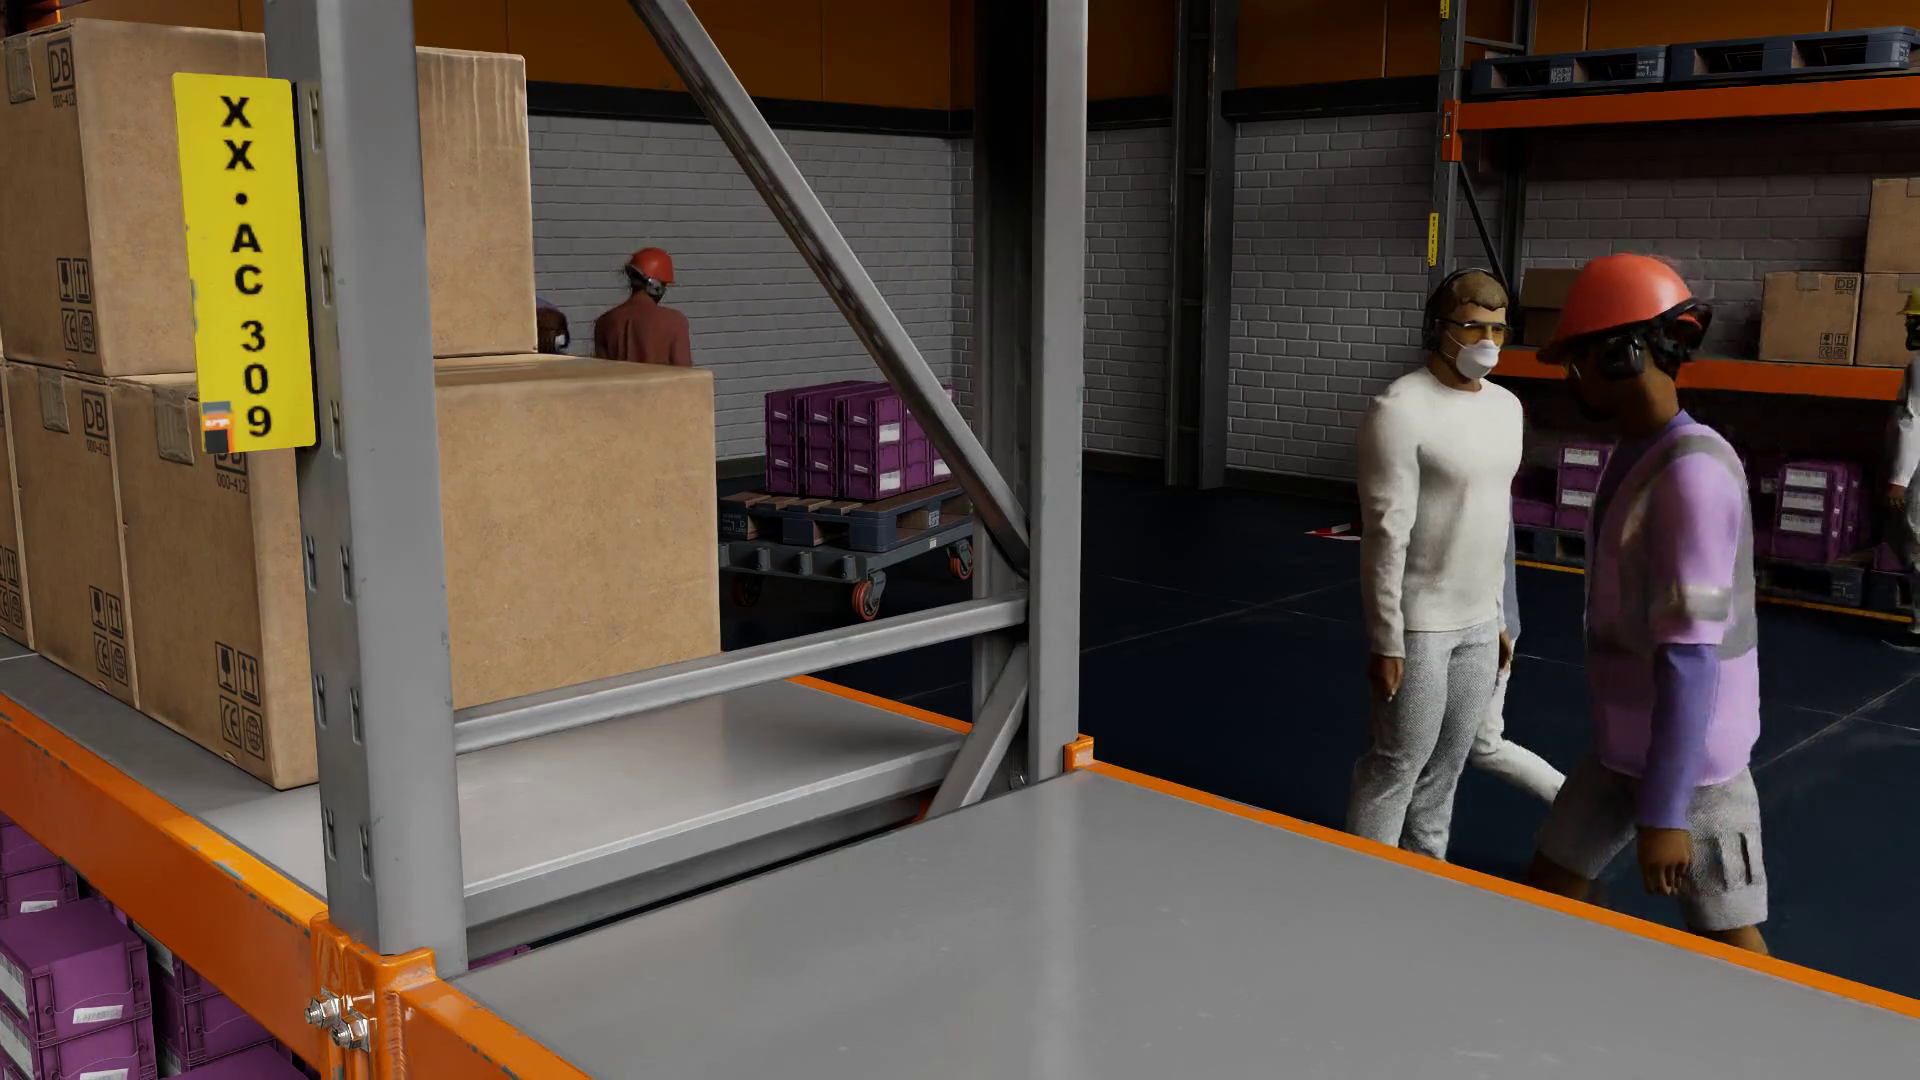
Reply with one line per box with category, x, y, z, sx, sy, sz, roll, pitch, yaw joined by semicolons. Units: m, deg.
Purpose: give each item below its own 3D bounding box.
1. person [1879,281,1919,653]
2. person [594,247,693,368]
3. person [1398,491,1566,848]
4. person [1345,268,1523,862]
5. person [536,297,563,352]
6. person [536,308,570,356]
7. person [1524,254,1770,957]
person;4.681;-0.345;8.059;0.424;1.815;0.592;9;14;41
person;-1.854;-0.696;9.568;0.629;1.962;0.808;3;11;18
person;1.662;0.299;5.127;0.714;1.596;0.557;2;11;9
person;1.305;0.239;4.530;0.629;1.937;0.378;-9;14;-39
person;-2.907;-0.918;10.907;0.642;1.913;0.409;-3;11;-14
person;-2.433;-0.594;10.013;0.824;1.587;0.506;5;11;24
person;1.356;0.423;3.416;0.936;1.973;0.699;1;10;7
